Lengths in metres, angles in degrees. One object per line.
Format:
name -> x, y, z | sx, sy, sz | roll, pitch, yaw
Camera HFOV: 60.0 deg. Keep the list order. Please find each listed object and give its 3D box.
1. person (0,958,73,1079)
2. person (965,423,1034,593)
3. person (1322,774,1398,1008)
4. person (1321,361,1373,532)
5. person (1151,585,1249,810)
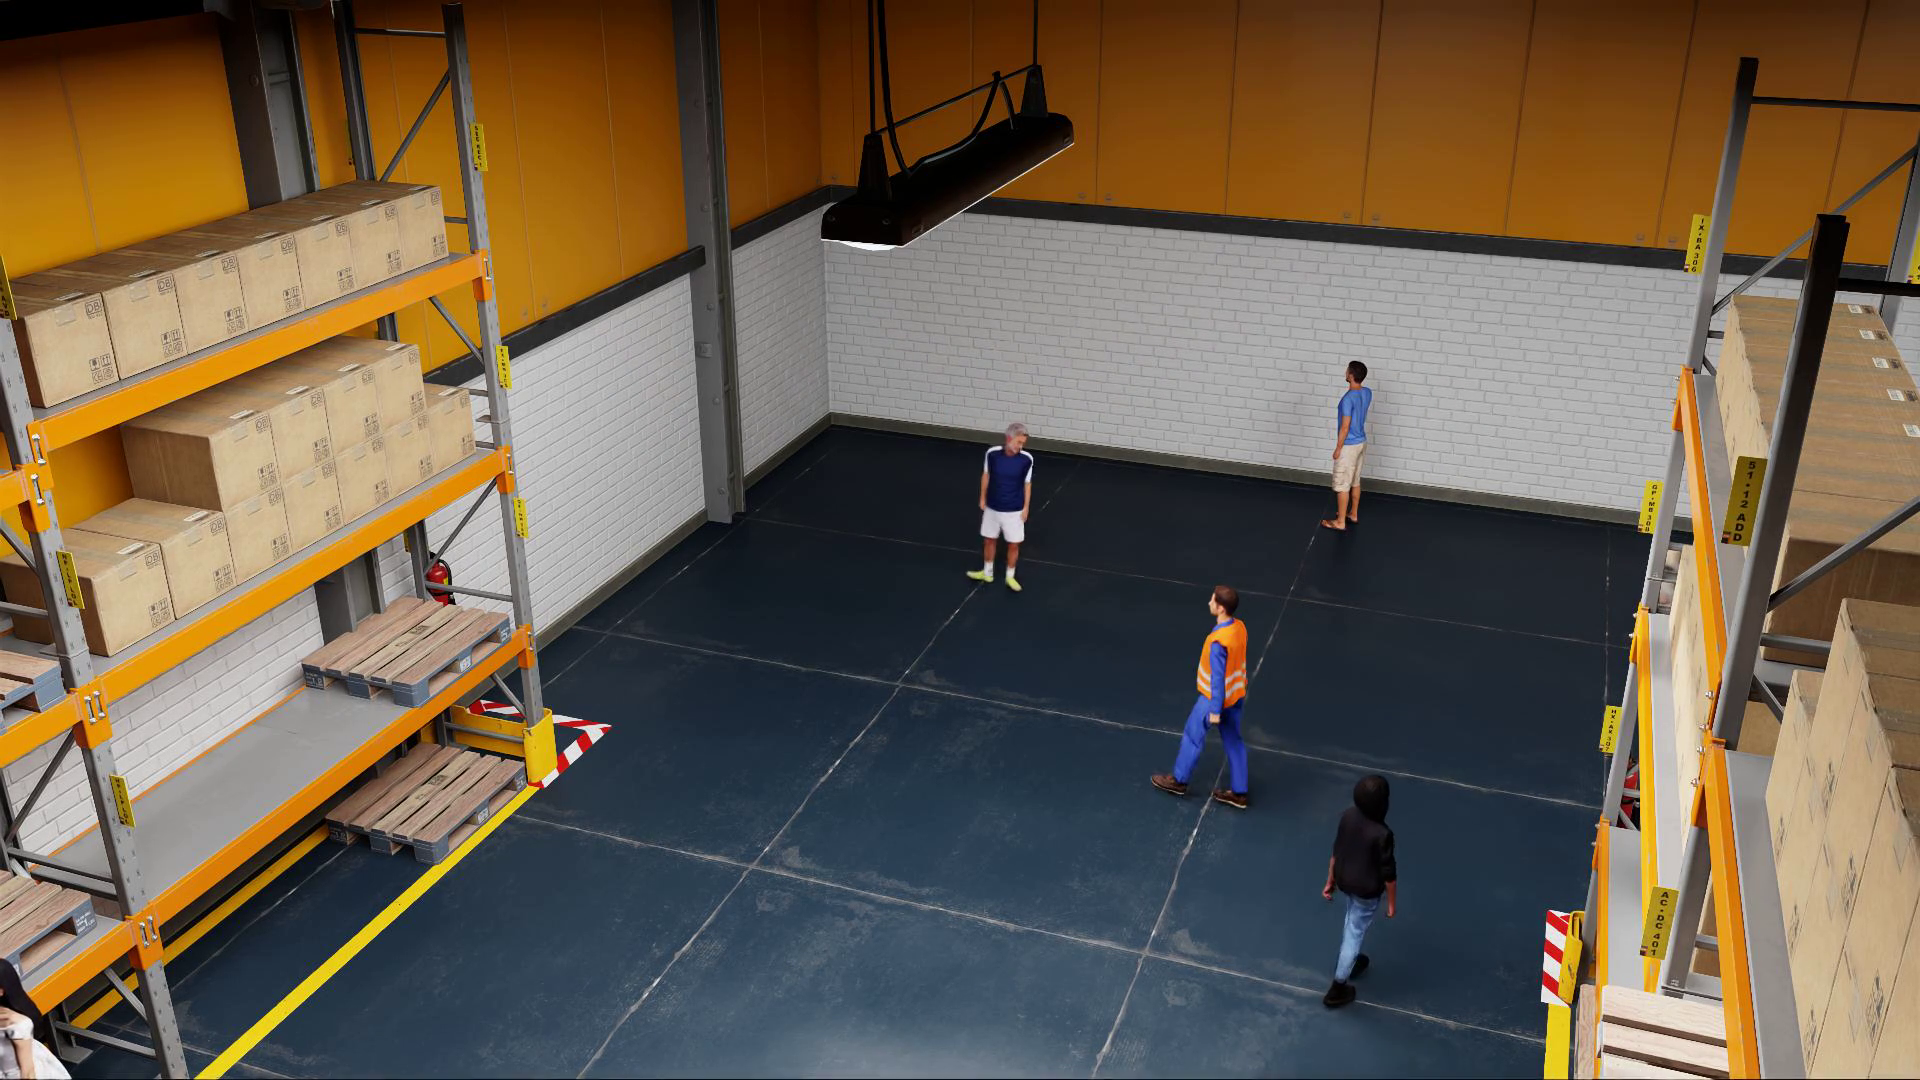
person -> -4.977, 2.969, 8.919 | 0.801, 1.769, 0.776 | -18, 29, -35
person -> 0.403, -0.349, 16.470 | 0.865, 1.801, 0.588 | 11, 26, 24
person -> 2.497, 2.270, 10.621 | 0.910, 1.688, 0.808 | -18, 29, -35
person -> 4.224, -1.031, 17.951 | 0.782, 1.864, 0.643 | 20, 31, 38
person -> 2.088, 1.243, 12.787 | 0.899, 1.835, 1.003 | 13, 27, 27
